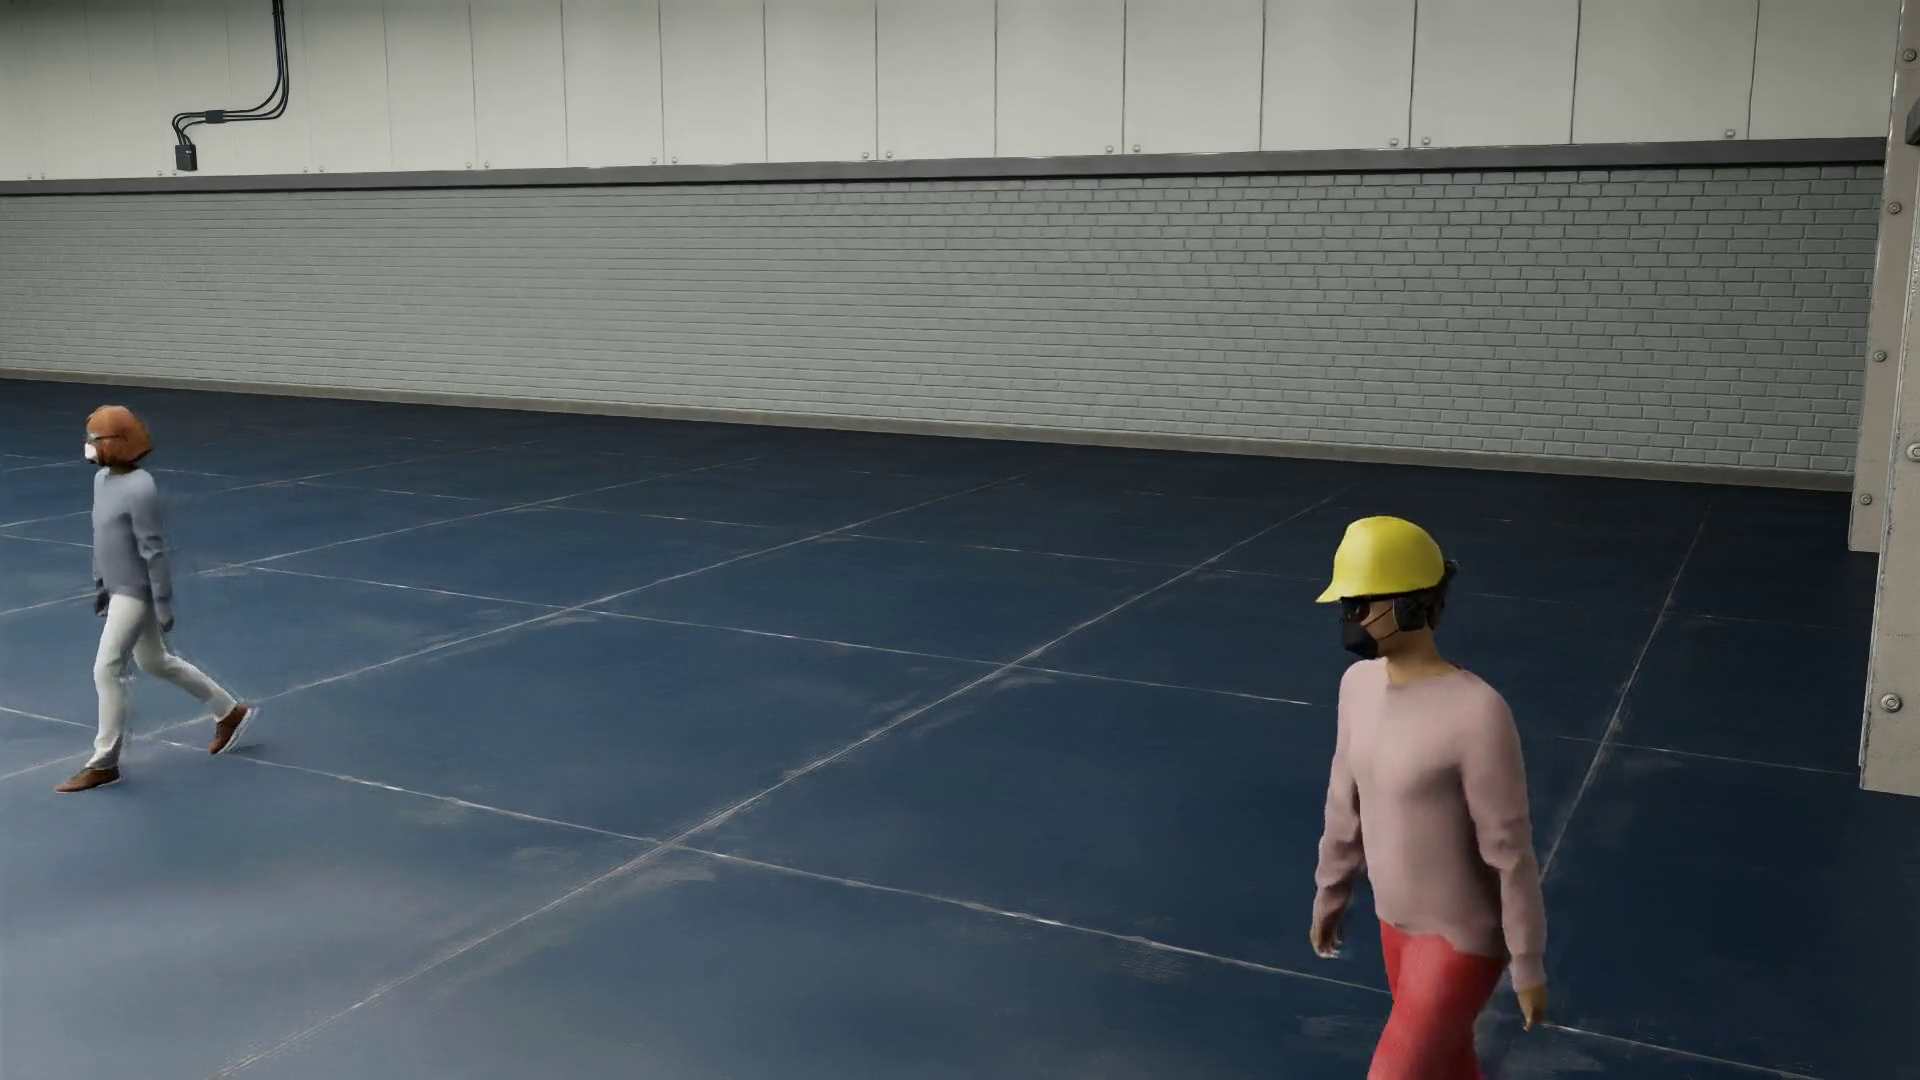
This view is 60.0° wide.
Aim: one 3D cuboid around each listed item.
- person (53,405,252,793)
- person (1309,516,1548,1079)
[{"bbox_3d":[-3.462,0.215,7.065,0.801,1.605,0.503,-9,14,-41],"label":"person"},{"bbox_3d":[0.939,0.810,3.468,0.719,1.721,0.555,-3,11,-17],"label":"person"}]
